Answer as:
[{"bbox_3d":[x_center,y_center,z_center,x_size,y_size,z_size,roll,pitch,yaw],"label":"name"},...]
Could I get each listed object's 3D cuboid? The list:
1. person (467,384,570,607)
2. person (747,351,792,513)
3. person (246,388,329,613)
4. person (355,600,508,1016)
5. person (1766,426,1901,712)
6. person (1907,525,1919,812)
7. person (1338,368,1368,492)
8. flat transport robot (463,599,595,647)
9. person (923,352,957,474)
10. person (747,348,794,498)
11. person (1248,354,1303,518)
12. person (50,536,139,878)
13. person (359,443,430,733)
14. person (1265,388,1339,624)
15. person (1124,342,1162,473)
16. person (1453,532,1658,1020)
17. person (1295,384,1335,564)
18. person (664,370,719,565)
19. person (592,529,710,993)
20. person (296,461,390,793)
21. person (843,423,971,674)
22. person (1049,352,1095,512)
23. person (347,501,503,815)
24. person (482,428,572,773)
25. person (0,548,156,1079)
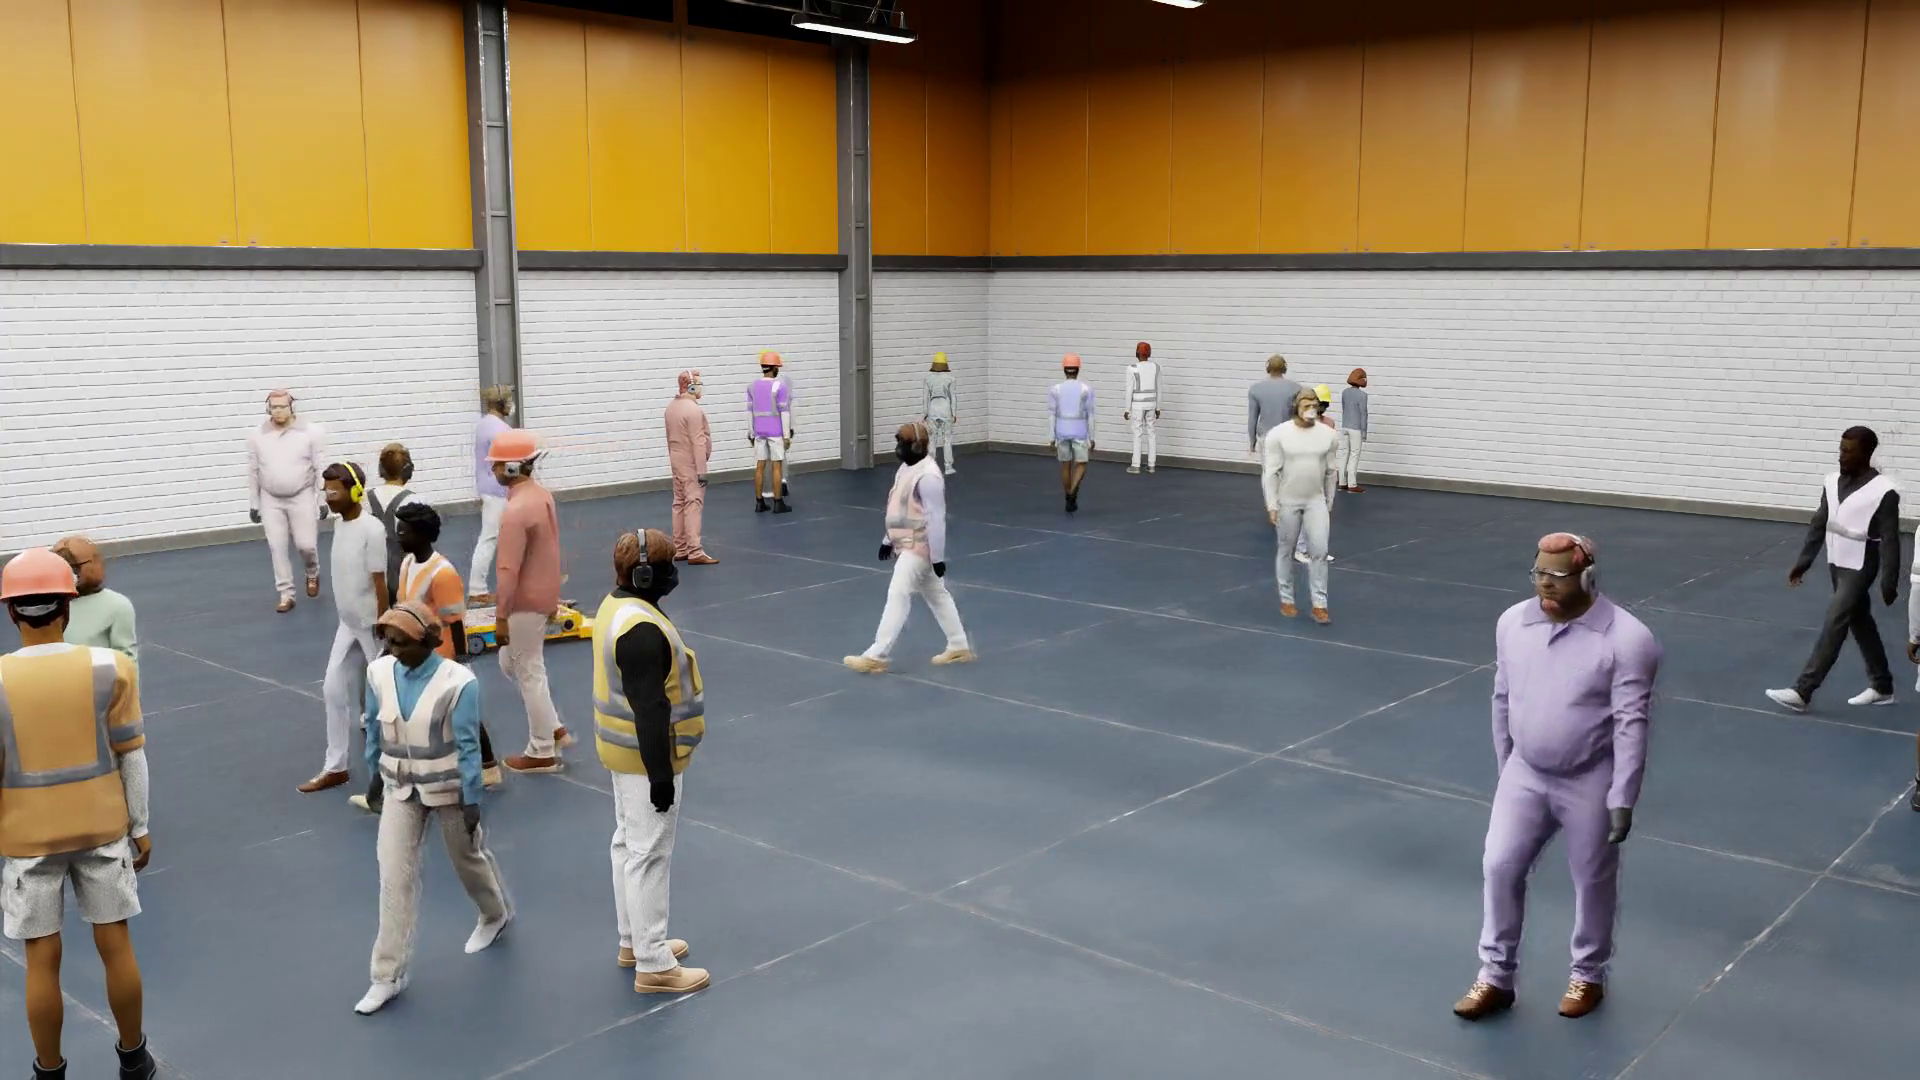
[{"bbox_3d":[-3.839,-0.385,14.323,0.952,1.898,0.645,-4,10,-24],"label":"person"},{"bbox_3d":[-2.262,-1.284,19.855,0.551,1.932,0.376,4,10,24],"label":"person"},{"bbox_3d":[-5.698,-0.349,14.127,0.666,1.890,0.533,-2,9,-9],"label":"person"},{"bbox_3d":[-2.131,0.989,6.673,0.570,1.587,0.881,2,9,13],"label":"person"},{"bbox_3d":[5.736,0.191,10.813,1.009,1.866,0.598,-1,9,-6],"label":"person"},{"bbox_3d":[5.256,0.494,8.678,0.552,1.937,0.356,7,11,38],"label":"person"},{"bbox_3d":[5.157,-1.434,21.768,0.279,1.624,0.494,-4,10,-24],"label":"person"},{"bbox_3d":[-3.536,0.668,12.805,1.431,0.197,0.652,-7,11,-36],"label":"flat transport robot"},{"bbox_3d":[-0.280,-1.805,23.727,0.494,1.741,0.310,2,9,11],"label":"person"},{"bbox_3d":[-2.398,-1.466,21.042,0.619,1.914,0.441,-4,10,-23],"label":"person"},{"bbox_3d":[3.644,-1.185,19.255,0.649,1.928,0.519,3,10,21],"label":"person"},{"bbox_3d":[-4.133,0.789,7.806,0.531,1.610,0.585,0,9,-2],"label":"person"},{"bbox_3d":[-3.578,0.286,10.484,0.522,1.791,1.014,1,9,5],"label":"person"},{"bbox_3d":[2.792,-0.272,13.534,0.627,1.913,0.807,0,9,-3],"label":"person"},{"bbox_3d":[2.620,-1.891,23.832,0.574,1.883,0.355,-3,10,-21],"label":"person"},{"bbox_3d":[2.229,0.915,6.237,0.668,1.880,0.776,9,13,44],"label":"person"},{"bbox_3d":[3.522,-0.653,16.419,0.533,1.767,0.305,-7,11,-38],"label":"person"},{"bbox_3d":[-2.636,-0.714,16.356,0.403,1.911,0.637,-6,11,-33],"label":"person"},{"bbox_3d":[-1.234,0.867,6.640,0.429,1.844,0.623,-4,10,-21],"label":"person"},{"bbox_3d":[-3.271,0.456,9.291,0.525,1.832,0.879,8,12,41],"label":"person"},{"bbox_3d":[-0.342,0.055,11.922,0.977,1.794,0.627,-2,9,-11],"label":"person"},{"bbox_3d":[1.322,-1.265,19.770,0.566,1.925,0.619,2,9,13],"label":"person"},{"bbox_3d":[-2.837,0.614,8.810,0.869,1.639,0.531,-6,11,-34],"label":"person"},{"bbox_3d":[-2.474,0.355,9.418,0.439,1.978,0.649,0,9,2],"label":"person"},{"bbox_3d":[-3.041,0.984,5.634,0.543,1.927,0.375,-6,11,-32],"label":"person"}]
